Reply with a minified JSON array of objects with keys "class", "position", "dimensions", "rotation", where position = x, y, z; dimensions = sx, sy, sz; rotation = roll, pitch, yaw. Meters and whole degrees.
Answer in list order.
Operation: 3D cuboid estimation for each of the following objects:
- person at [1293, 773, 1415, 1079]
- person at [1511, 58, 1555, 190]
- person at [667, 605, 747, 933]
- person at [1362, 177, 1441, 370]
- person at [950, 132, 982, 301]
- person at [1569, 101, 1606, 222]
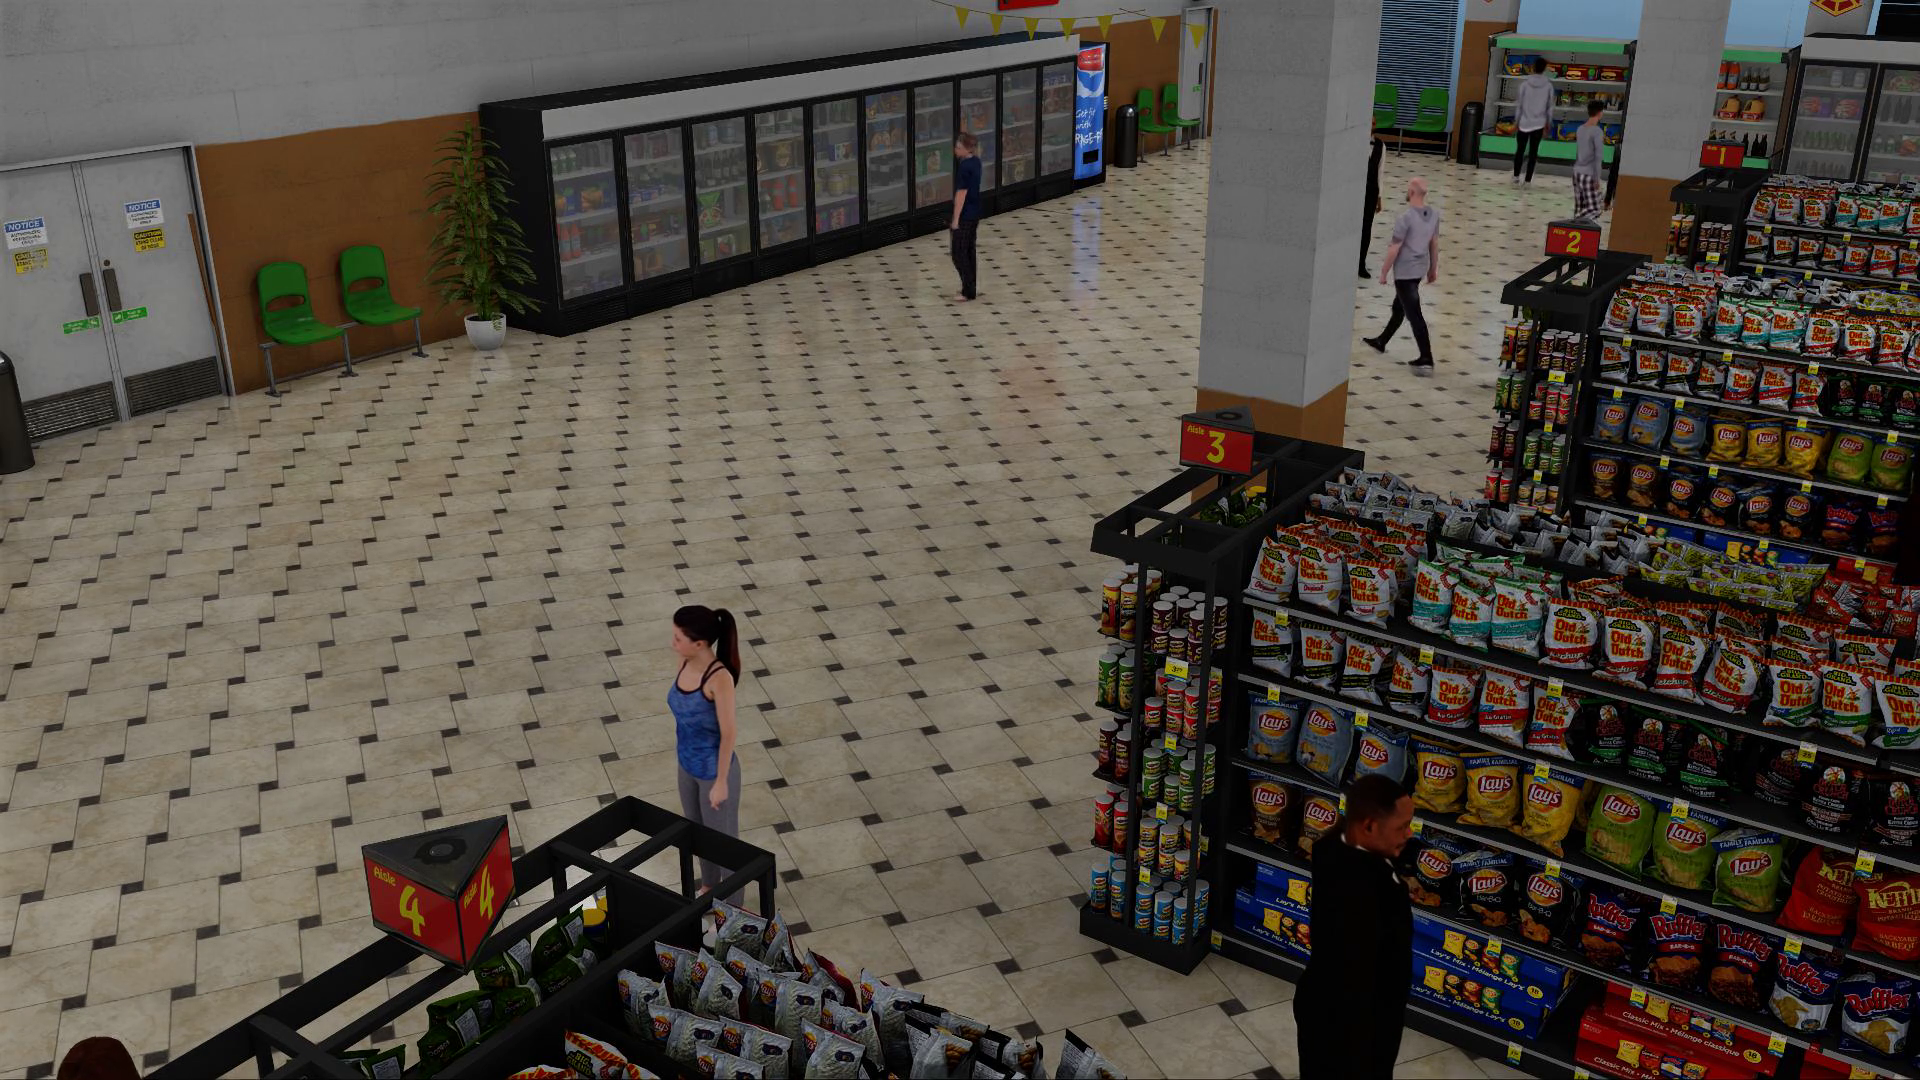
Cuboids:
[{"class":"person","position":[1.254,1.614,5.448],"dimensions":[0.806,1.902,0.800],"rotation":[1,22,4]},{"class":"person","position":[8.609,-6.235,24.988],"dimensions":[1.078,1.898,0.999],"rotation":[5,22,12]},{"class":"person","position":[-1.111,1.012,7.341],"dimensions":[0.690,1.609,0.574],"rotation":[-15,26,-33]},{"class":"person","position":[4.341,-2.491,15.825],"dimensions":[1.002,1.783,1.328],"rotation":[-14,26,-31]},{"class":"person","position":[0.064,-3.608,18.511],"dimensions":[0.672,1.852,0.743],"rotation":[15,27,34]},{"class":"person","position":[7.840,-4.581,20.956],"dimensions":[0.941,1.836,0.894],"rotation":[-6,23,-15]}]
